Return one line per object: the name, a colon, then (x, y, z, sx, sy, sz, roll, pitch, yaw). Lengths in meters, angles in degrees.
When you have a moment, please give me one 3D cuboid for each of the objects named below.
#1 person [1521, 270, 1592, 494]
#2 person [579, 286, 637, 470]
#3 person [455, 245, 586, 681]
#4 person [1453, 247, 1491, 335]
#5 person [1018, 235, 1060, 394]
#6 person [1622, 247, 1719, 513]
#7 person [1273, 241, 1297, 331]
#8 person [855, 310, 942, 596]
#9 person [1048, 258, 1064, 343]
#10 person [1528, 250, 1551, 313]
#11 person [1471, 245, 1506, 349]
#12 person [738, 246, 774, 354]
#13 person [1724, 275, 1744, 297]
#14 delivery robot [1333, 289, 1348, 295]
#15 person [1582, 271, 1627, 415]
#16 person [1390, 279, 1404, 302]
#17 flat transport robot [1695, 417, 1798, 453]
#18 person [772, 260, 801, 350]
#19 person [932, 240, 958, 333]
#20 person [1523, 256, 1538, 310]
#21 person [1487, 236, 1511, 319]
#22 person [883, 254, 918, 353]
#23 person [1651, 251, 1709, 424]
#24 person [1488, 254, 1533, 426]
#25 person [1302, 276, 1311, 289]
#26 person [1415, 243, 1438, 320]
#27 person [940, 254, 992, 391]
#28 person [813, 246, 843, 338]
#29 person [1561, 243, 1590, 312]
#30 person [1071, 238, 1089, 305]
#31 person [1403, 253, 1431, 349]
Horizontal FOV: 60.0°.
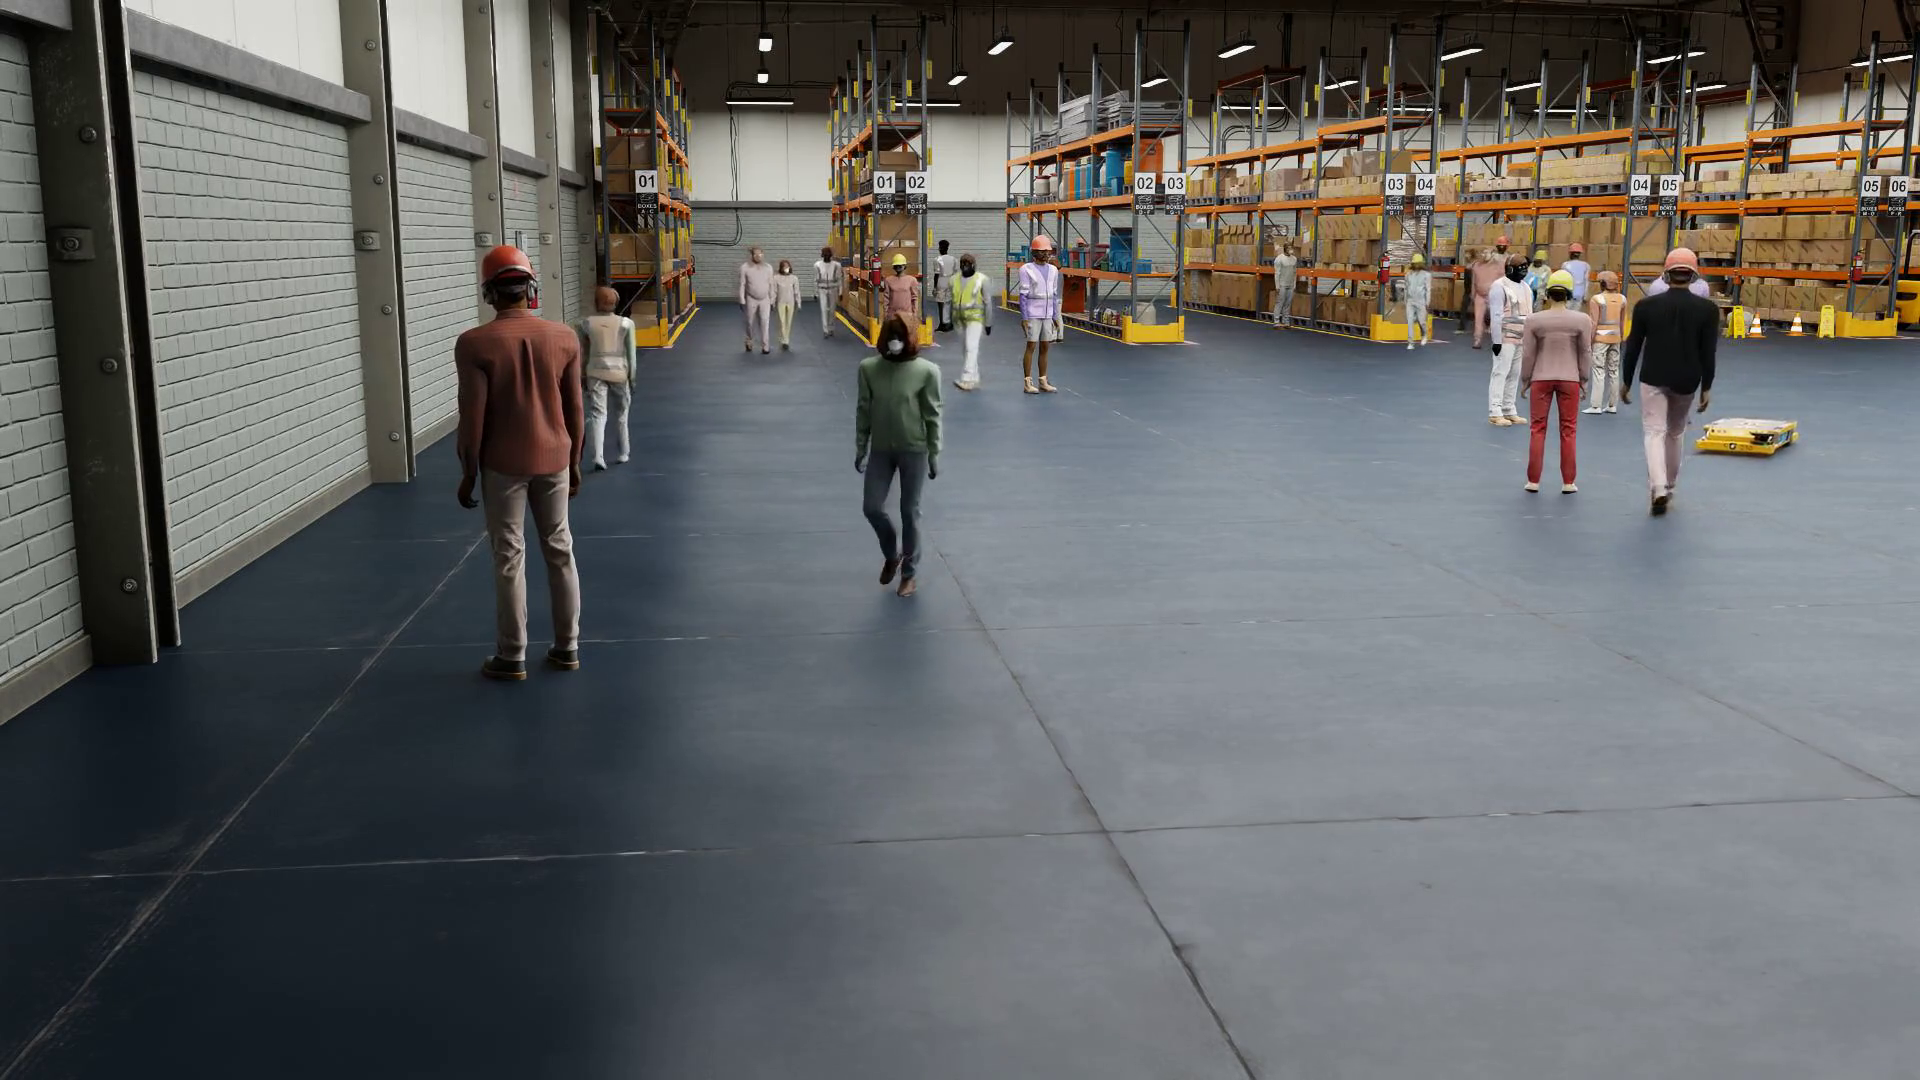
person: (4.712, -1.246, 13.176, 0.523, 1.769, 0.317, 4, 11, 20)
person: (-3.101, -1.422, 14.602, 0.528, 1.599, 0.844, 0, 10, -2)
person: (-2.022, -0.348, 7.655, 0.611, 1.985, 0.393, -8, 13, -38)
person: (10.668, -5.148, 34.448, 0.833, 1.818, 0.510, -4, 11, -20)
person: (1.045, -2.917, 21.580, 0.607, 2.044, 0.378, -8, 13, -36)
person: (5.249, -1.180, 12.319, 0.621, 1.960, 0.969, 3, 11, 16)
person: (7.047, -5.491, 36.021, 0.625, 1.931, 0.375, -8, 13, -36)
person: (-0.350, -0.483, 9.388, 0.522, 1.616, 0.347, 3, 11, 16)
person: (1.816, -4.586, 31.882, 0.280, 1.624, 0.493, 7, 12, 33)
person: (11.548, -4.939, 33.428, 0.618, 1.781, 0.908, 5, 11, 26)
person: (9.674, -4.445, 30.427, 0.653, 1.879, 0.876, 7, 13, 34)
person: (-3.574, -4.204, 29.110, 0.648, 1.878, 0.936, -4, 11, -20)
person: (20.918, -7.104, 44.890, 0.581, 1.918, 0.406, -2, 11, -10)
delivery robot: (11.531, -7.360, 49.758, 0.707, 0.478, 0.477, 6, 12, 32)
person: (7.381, -2.250, 19.036, 0.525, 1.636, 0.307, -4, 11, -23)
person: (10.627, -6.081, 40.084, 0.536, 1.615, 0.628, -1, 10, -4)
flat transport robot: (7.607, -1.020, 16.040, 0.652, 0.197, 1.431, 7, 13, 35)
person: (-3.077, -4.180, 29.699, 0.523, 1.592, 0.801, -4, 11, -23)
person: (-0.330, -5.394, 35.371, 0.618, 1.962, 0.361, -8, 13, -36)
person: (10.561, -4.488, 31.198, 0.535, 1.674, 0.765, 6, 12, 28)
person: (11.782, -5.598, 36.310, 0.606, 2.035, 0.405, -1, 10, -8)
person: (-0.899, -3.413, 25.058, 0.533, 1.767, 0.321, 1, 10, 8)
person: (7.925, -2.266, 18.436, 0.622, 1.902, 0.988, 2, 10, 10)
person: (5.947, -2.150, 17.927, 0.637, 1.842, 0.429, -9, 14, -40)
person: (10.355, -7.971, 49.686, 0.511, 1.910, 0.560, 0, 10, 2)
person: (11.322, -6.300, 40.610, 0.579, 1.873, 0.902, -6, 12, -29)
person: (0.059, -2.868, 21.981, 0.638, 1.795, 0.931, 6, 12, 32)
person: (-2.666, -5.021, 33.665, 0.584, 1.849, 0.935, -1, 10, -4)
person: (11.491, -4.588, 31.106, 0.551, 1.915, 0.594, 0, 10, -3)
person: (3.586, -7.988, 49.542, 0.613, 1.986, 0.402, -1, 10, -5)
person: (8.276, -4.317, 30.103, 0.483, 1.735, 0.474, 6, 12, 31)
